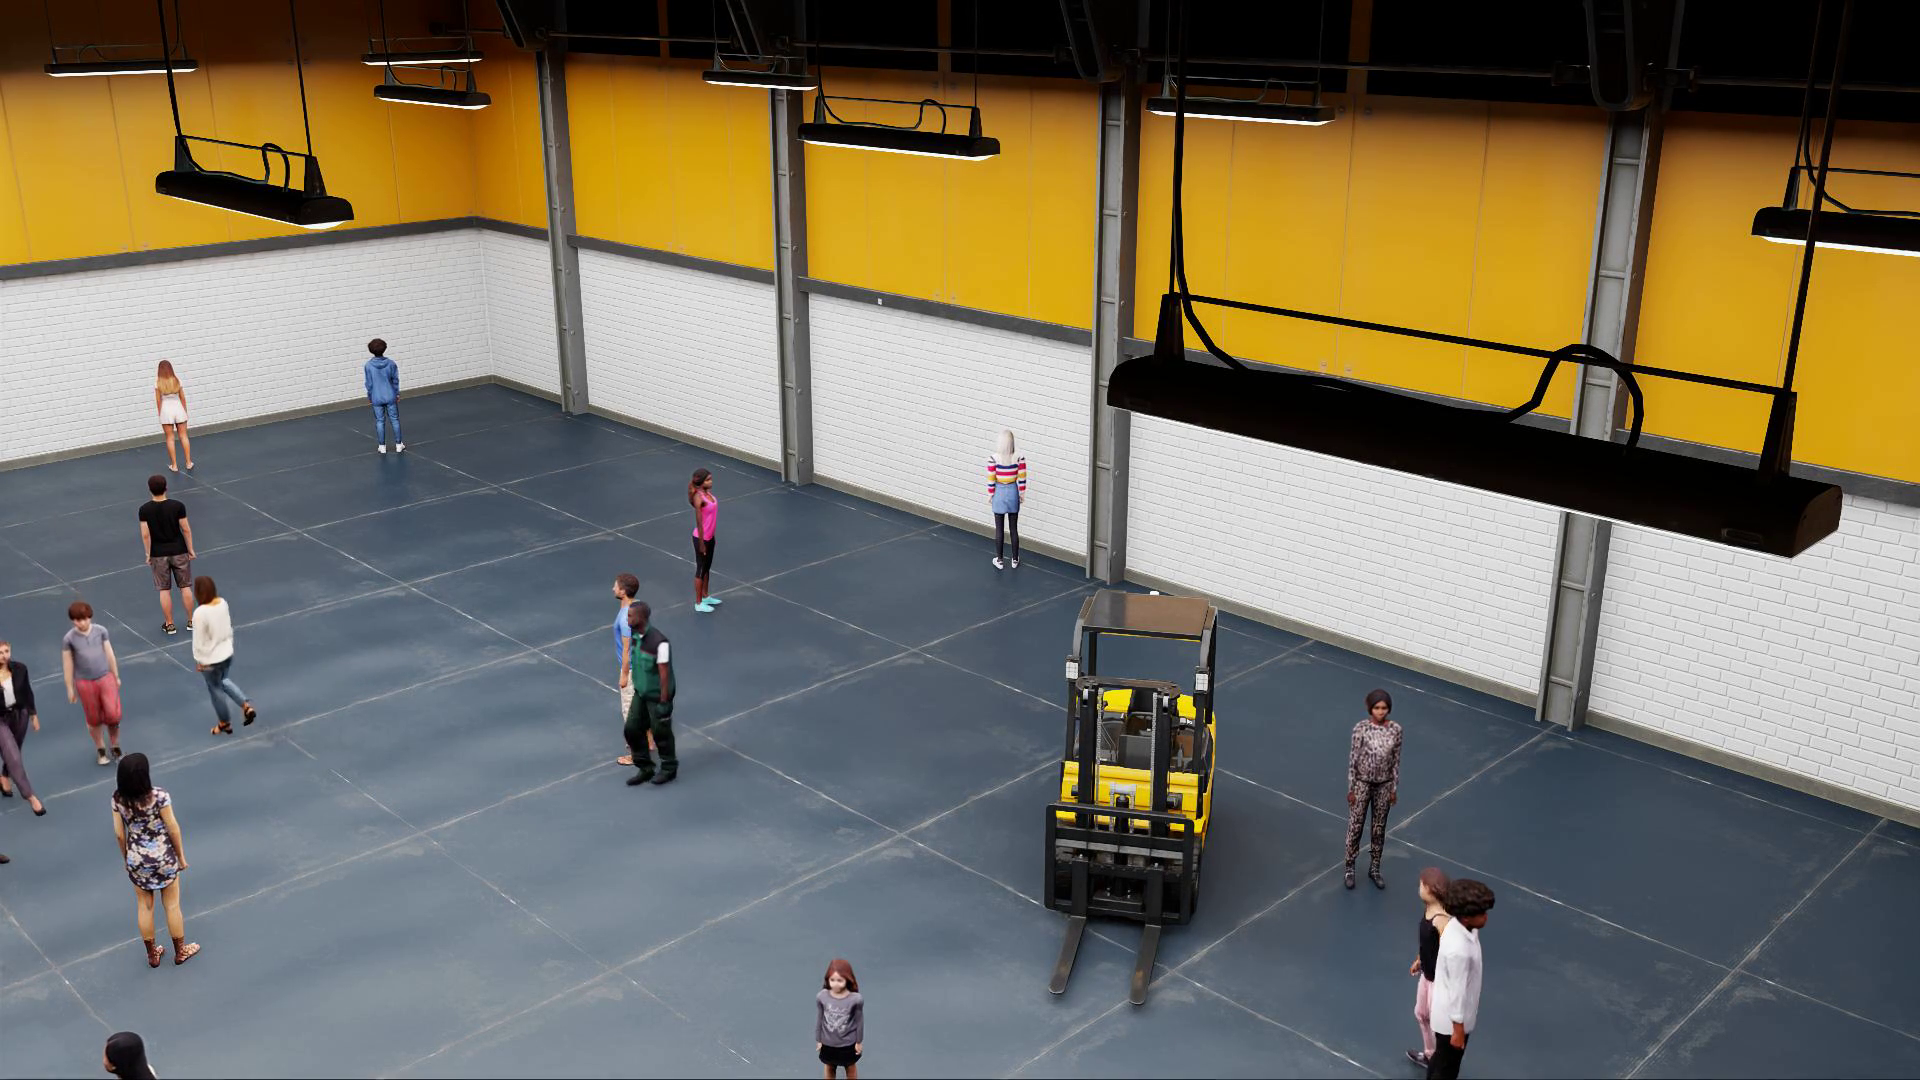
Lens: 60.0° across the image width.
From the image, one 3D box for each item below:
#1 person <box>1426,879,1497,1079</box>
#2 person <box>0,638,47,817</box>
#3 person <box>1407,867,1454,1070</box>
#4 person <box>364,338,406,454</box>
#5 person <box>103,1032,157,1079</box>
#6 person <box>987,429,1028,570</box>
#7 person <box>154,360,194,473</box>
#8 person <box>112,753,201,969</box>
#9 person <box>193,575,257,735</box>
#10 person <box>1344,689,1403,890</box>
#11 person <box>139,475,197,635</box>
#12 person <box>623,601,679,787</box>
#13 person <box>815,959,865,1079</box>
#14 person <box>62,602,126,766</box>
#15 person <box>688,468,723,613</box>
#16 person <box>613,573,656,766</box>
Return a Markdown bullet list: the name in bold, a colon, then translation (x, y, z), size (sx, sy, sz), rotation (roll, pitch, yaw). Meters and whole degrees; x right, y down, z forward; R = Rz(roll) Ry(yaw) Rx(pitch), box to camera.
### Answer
- **person**: translation (3.144, 2.969, 10.577), size (0.698, 1.807, 0.710), rotation (6, 20, 17)
- **person**: translation (-8.510, 1.648, 14.812), size (1.125, 1.607, 0.723), rotation (13, 23, 34)
- **person**: translation (3.205, 2.949, 11.046), size (0.780, 1.546, 0.731), rotation (-4, 19, -10)
- **person**: translation (-9.059, -2.272, 26.134), size (0.752, 1.811, 0.732), rotation (-6, 19, -17)
- **person**: translation (-4.472, 3.472, 9.135), size (0.863, 1.774, 0.790), rotation (-3, 19, -8)
- **person**: translation (0.585, -0.531, 20.968), size (0.721, 1.809, 0.745), rotation (-2, 19, -7)
- **person**: translation (-11.935, -1.896, 25.198), size (0.616, 1.696, 0.605), rotation (-11, 22, -30)
- **person**: translation (-6.043, 2.385, 12.426), size (0.670, 1.734, 0.711), rotation (-2, 19, -6)
- **person**: translation (-7.180, 1.146, 16.210), size (0.857, 1.668, 0.789), rotation (5, 19, 14)
- **person**: translation (3.356, 2.018, 13.546), size (0.682, 1.714, 0.743), rotation (0, 19, 1)
- **person**: translation (-8.981, 0.149, 18.867), size (0.738, 1.862, 0.699), rotation (-9, 21, -25)
- **person**: translation (-2.733, 1.391, 15.247), size (0.687, 1.817, 0.772), rotation (16, 24, 39)
- **person**: translation (-0.786, 3.232, 10.894), size (0.530, 1.106, 0.599), rotation (1, 19, 4)
- **person**: translation (-8.197, 1.326, 15.725), size (0.674, 1.635, 0.715), rotation (-12, 22, -33)
- **person**: translation (-3.014, -0.021, 19.587), size (0.695, 1.722, 0.662), rotation (4, 19, 12)
- **person**: translation (-3.081, 1.197, 15.749), size (0.777, 1.864, 0.734), rotation (1, 19, 4)
